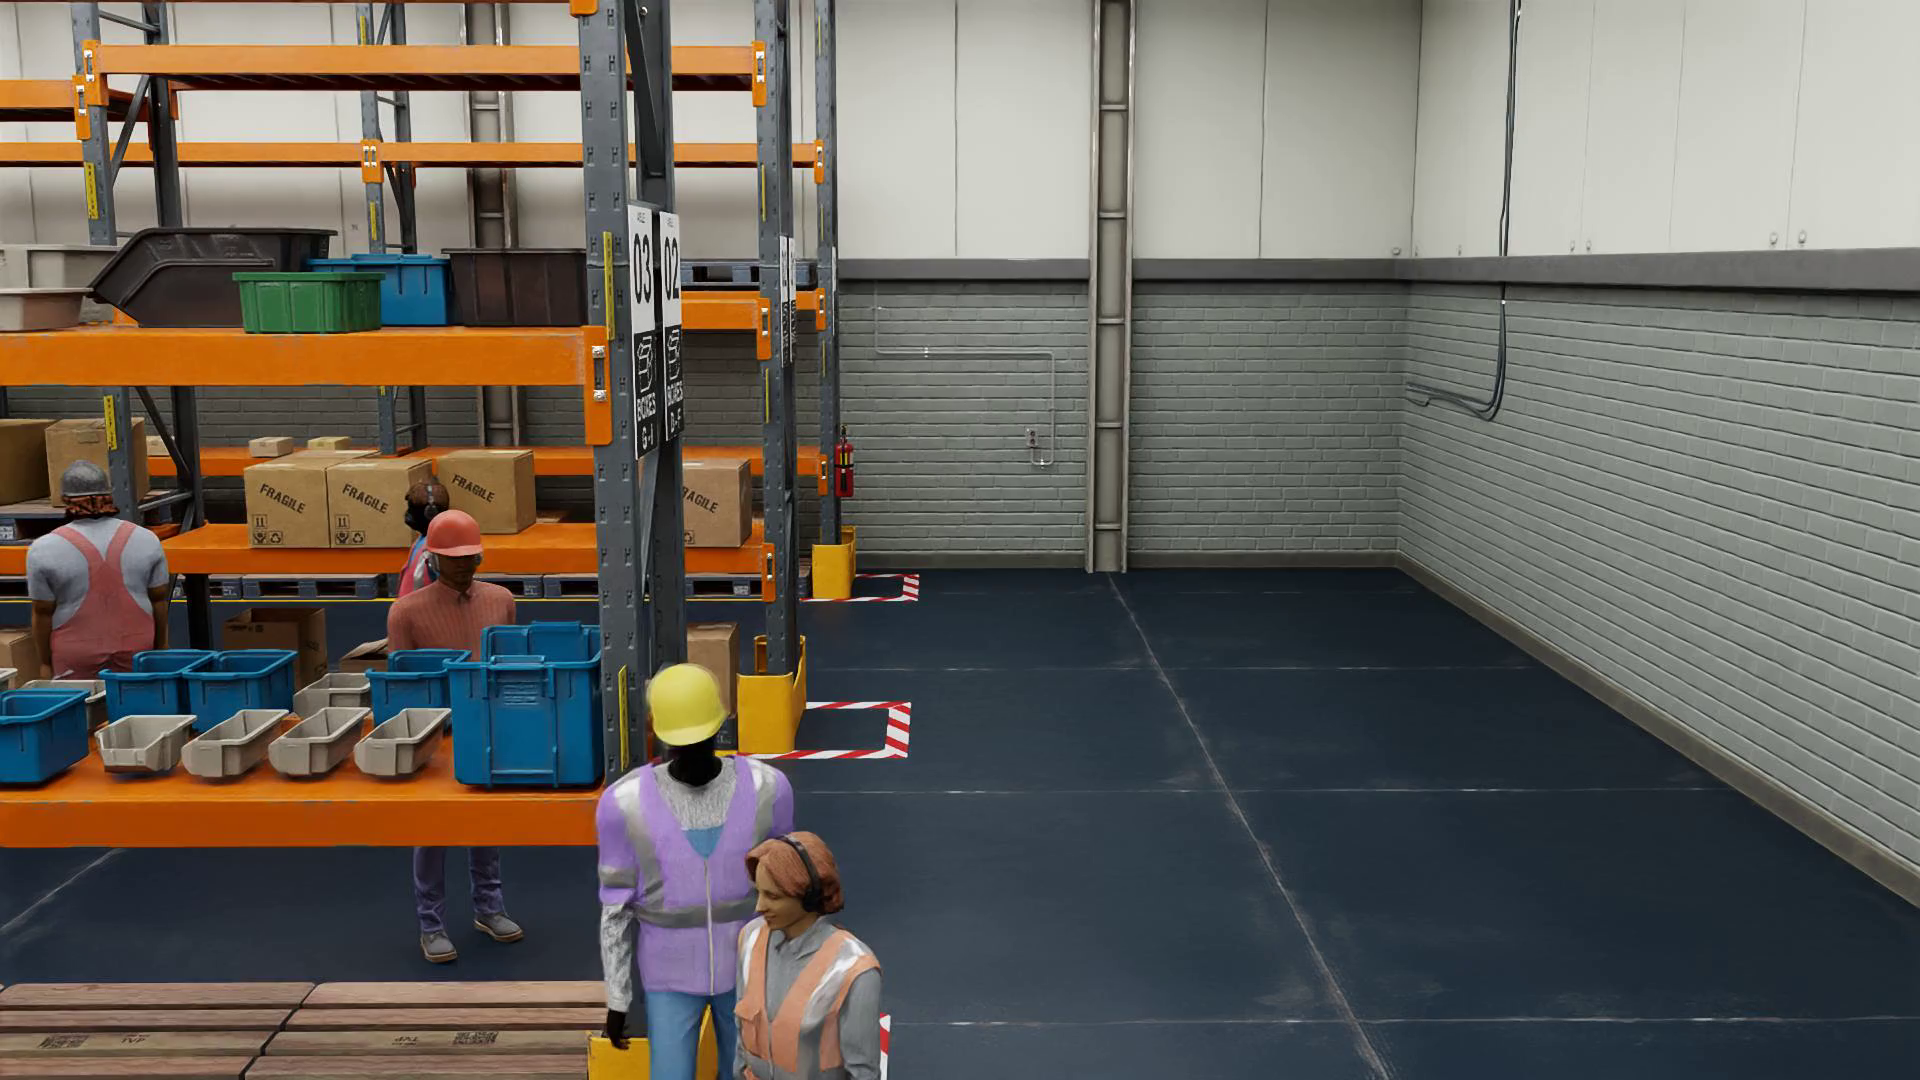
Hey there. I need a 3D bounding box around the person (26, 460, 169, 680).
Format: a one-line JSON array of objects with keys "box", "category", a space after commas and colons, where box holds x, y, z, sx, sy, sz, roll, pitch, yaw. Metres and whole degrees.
[{"box": [-4.627, 0.568, 8.940, 0.680, 2.000, 0.535, -8, 12, -41], "category": "person"}]

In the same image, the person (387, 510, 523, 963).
[{"box": [-2.204, 0.849, 7.359, 0.622, 1.992, 0.395, -9, 13, -43], "category": "person"}]

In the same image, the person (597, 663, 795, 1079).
[{"box": [-0.761, 1.283, 4.988, 0.607, 1.912, 0.427, -3, 10, -18], "category": "person"}]

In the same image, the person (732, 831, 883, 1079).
[{"box": [-0.389, 1.533, 4.282, 0.523, 1.631, 0.315, 8, 12, 41], "category": "person"}]

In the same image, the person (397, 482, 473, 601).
[{"box": [-2.969, 0.583, 9.462, 0.430, 1.844, 0.623, -5, 10, -26], "category": "person"}]
